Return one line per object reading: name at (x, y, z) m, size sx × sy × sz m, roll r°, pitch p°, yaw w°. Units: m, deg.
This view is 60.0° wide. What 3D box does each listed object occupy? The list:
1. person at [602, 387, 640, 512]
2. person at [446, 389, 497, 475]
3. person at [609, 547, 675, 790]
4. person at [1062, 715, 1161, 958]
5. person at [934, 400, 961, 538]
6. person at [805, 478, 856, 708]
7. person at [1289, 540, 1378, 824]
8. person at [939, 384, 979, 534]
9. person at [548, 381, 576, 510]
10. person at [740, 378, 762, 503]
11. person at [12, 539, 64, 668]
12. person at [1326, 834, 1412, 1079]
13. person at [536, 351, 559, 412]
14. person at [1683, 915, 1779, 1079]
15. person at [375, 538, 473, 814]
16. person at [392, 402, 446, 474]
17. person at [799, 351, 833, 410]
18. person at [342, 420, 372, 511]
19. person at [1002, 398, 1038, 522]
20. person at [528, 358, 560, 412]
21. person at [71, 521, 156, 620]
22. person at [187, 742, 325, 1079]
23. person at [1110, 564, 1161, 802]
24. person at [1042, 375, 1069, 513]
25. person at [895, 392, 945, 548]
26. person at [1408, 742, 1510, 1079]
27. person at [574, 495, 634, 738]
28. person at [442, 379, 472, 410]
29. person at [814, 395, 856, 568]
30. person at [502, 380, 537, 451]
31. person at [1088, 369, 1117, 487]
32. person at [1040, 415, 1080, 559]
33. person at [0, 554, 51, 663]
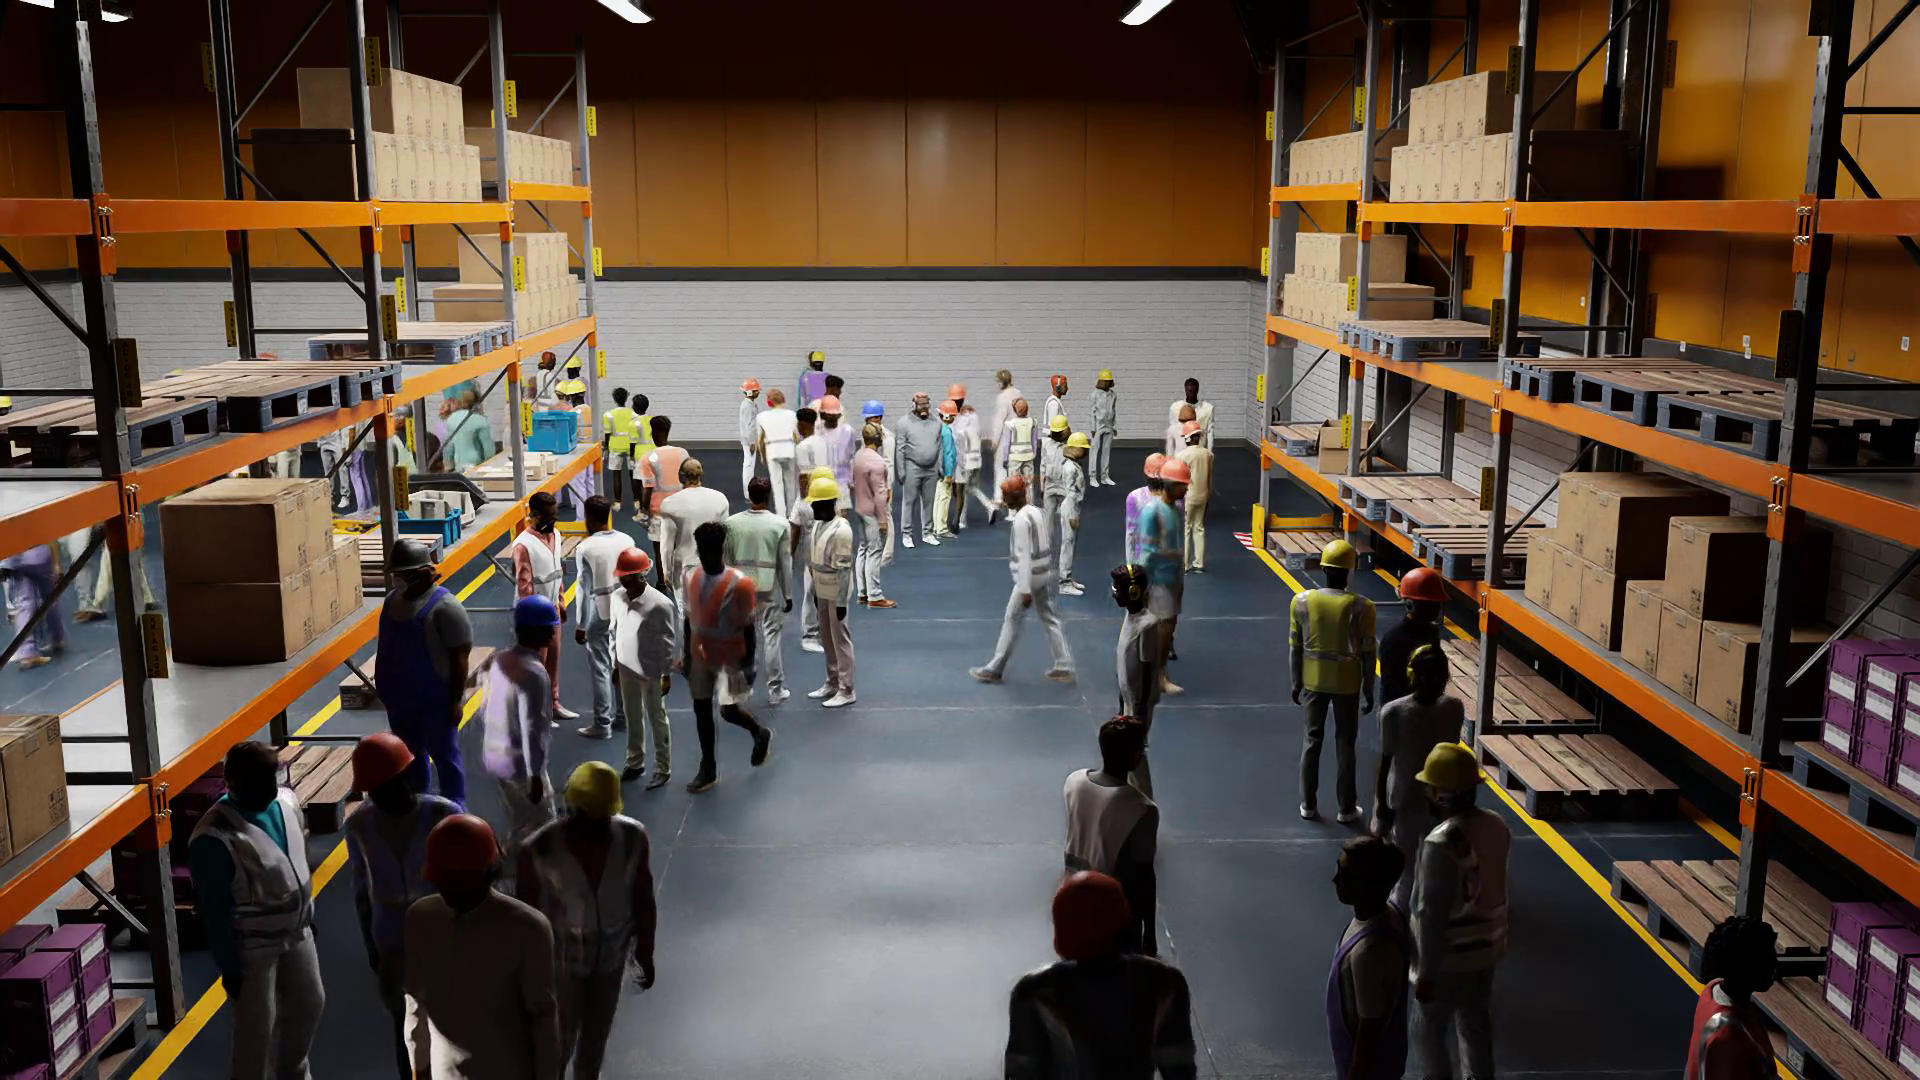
person at (-4.606, -1.233, 22.683) m, size 0.580 × 1.695 × 0.318 m, roll -5°, pitch 12°, yaw -22°
person at (-6.048, -0.944, 20.767) m, size 0.650 × 1.875 × 1.061 m, roll 6°, pitch 13°, yaw 29°
person at (-2.283, 0.905, 11.824) m, size 0.570 × 1.747 × 0.341 m, roll 7°, pitch 13°, yaw 32°
person at (0.674, 1.702, 7.631) m, size 0.387 × 1.835 × 0.561 m, roll -9°, pitch 14°, yaw -38°
person at (-0.173, -0.888, 20.849) m, size 0.350 × 1.739 × 0.574 m, roll -3°, pitch 12°, yaw -14°
person at (-1.085, 0.428, 13.799) m, size 0.397 × 1.918 × 0.588 m, roll -6°, pitch 13°, yaw -28°
person at (2.495, 0.950, 11.151) m, size 0.586 × 1.928 × 0.364 m, roll 5°, pitch 12°, yaw 24°
person at (-0.027, -1.064, 21.339) m, size 0.551 × 1.898 × 0.947 m, roll 5°, pitch 12°, yaw 24°
person at (-5.403, -1.295, 22.819) m, size 0.525 × 1.769 × 0.313 m, roll 5°, pitch 12°, yaw 23°
person at (-2.925, -1.403, 23.387) m, size 0.327 × 1.753 × 0.563 m, roll -2°, pitch 11°, yaw -9°
person at (-8.423, 0.228, 15.154) m, size 0.586 × 1.774 × 0.946 m, roll -2°, pitch 11°, yaw -9°
person at (1.491, 1.974, 6.224) m, size 0.345 × 1.847 × 0.508 m, roll 4°, pitch 12°, yaw 18°
person at (-6.447, -2.022, 26.160) m, size 0.356 × 1.886 × 0.574 m, roll -9°, pitch 14°, yaw -37°
person at (2.687, 2.123, 5.853) m, size 0.318 × 1.697 × 0.535 m, roll 4°, pitch 12°, yaw 19°
person at (-3.497, 0.981, 10.710) m, size 0.688 × 2.000 × 0.536 m, roll 6°, pitch 13°, yaw 28°
person at (-6.093, -0.570, 18.492) m, size 0.685 × 2.000 × 0.926 m, roll 0°, pitch 11°, yaw 0°
person at (-2.197, -1.979, 25.878) m, size 0.588 × 1.919 × 0.401 m, roll 0°, pitch 11°, yaw 2°
person at (-7.986, -1.169, 21.927) m, size 0.310 × 1.868 × 0.533 m, roll 0°, pitch 11°, yaw 1°
person at (0.796, -1.056, 21.926) m, size 0.514 × 1.645 × 0.307 m, roll -6°, pitch 13°, yaw -27°
person at (-6.666, -2.078, 26.777) m, size 0.532 × 1.755 × 0.342 m, roll -1°, pitch 11°, yaw -4°
person at (-8.626, -0.105, 16.748) m, size 0.897 × 1.795 × 0.592 m, roll -10°, pitch 15°, yaw -41°
person at (-3.076, 1.760, 7.353) m, size 0.429 × 1.827 × 0.640 m, roll 3°, pitch 12°, yaw 14°
person at (1.116, 1.067, 10.763) m, size 0.349 × 1.856 × 0.529 m, roll -2°, pitch 11°, yaw -8°
person at (1.291, -1.310, 22.629) m, size 0.355 × 1.876 × 0.574 m, roll 1°, pitch 11°, yaw 4°
person at (-0.469, -0.860, 20.281) m, size 0.645 × 1.907 × 0.400 m, roll -6°, pitch 13°, yaw -28°
person at (2.160, 1.781, 7.314) m, size 0.449 × 1.809 × 0.598 m, roll 11°, pitch 16°, yaw 43°
person at (-2.758, 0.597, 12.981) m, size 0.405 × 1.909 × 0.597 m, roll 7°, pitch 13°, yaw 30°
person at (-7.688, -1.924, 25.616) m, size 0.405 × 1.911 × 0.636 m, roll 3°, pitch 12°, yaw 13°
person at (-1.472, -0.681, 19.182) m, size 0.616 × 1.986 × 1.035 m, roll -3°, pitch 12°, yaw -16°
person at (-5.887, -1.289, 22.525) m, size 0.914 × 1.891 × 0.605 m, roll 4°, pitch 12°, yaw 21°
person at (2.140, -1.668, 24.742) m, size 0.483 × 1.745 × 0.301 m, roll -7°, pitch 13°, yaw -33°
person at (1.153, -0.597, 19.395) m, size 0.484 × 1.736 × 0.307 m, roll 4°, pitch 12°, yaw 19°
person at (-8.541, 0.164, 15.130) m, size 0.465 × 1.912 × 0.616 m, roll -6°, pitch 13°, yaw -27°
